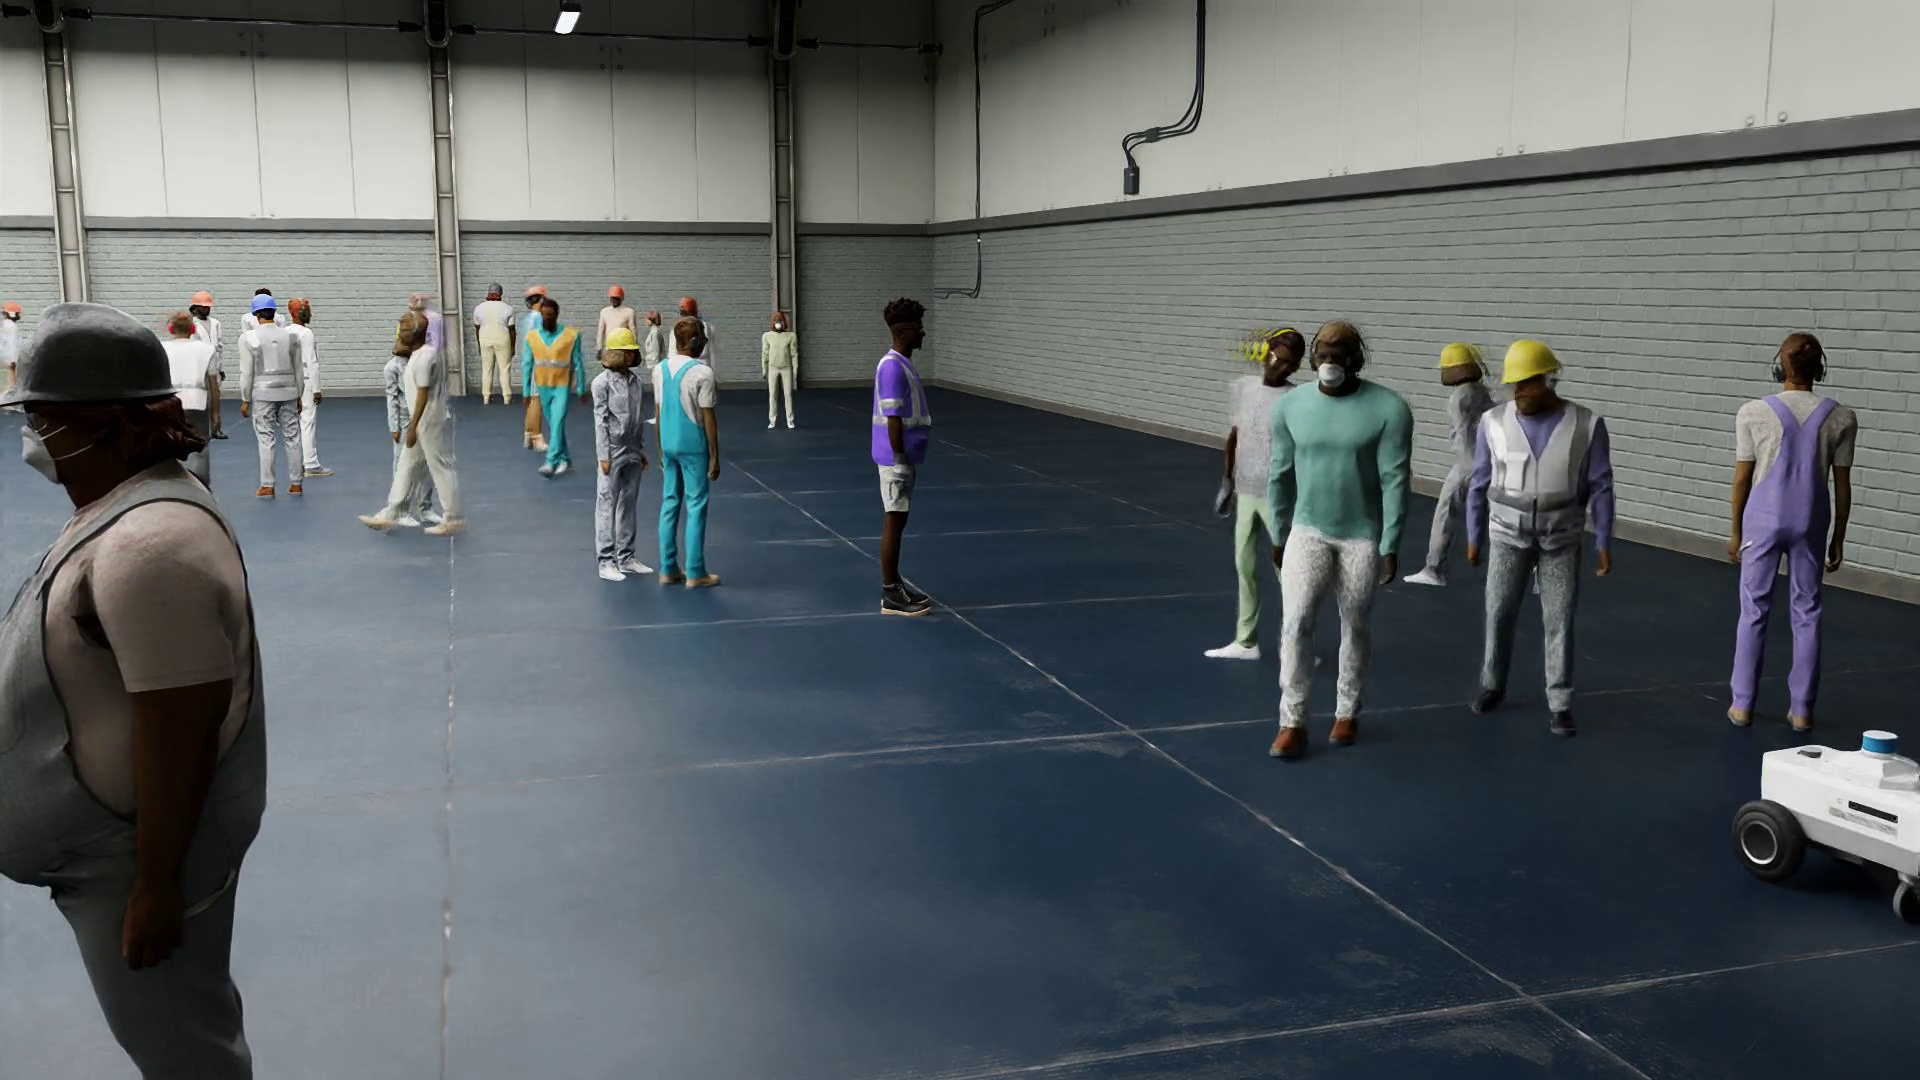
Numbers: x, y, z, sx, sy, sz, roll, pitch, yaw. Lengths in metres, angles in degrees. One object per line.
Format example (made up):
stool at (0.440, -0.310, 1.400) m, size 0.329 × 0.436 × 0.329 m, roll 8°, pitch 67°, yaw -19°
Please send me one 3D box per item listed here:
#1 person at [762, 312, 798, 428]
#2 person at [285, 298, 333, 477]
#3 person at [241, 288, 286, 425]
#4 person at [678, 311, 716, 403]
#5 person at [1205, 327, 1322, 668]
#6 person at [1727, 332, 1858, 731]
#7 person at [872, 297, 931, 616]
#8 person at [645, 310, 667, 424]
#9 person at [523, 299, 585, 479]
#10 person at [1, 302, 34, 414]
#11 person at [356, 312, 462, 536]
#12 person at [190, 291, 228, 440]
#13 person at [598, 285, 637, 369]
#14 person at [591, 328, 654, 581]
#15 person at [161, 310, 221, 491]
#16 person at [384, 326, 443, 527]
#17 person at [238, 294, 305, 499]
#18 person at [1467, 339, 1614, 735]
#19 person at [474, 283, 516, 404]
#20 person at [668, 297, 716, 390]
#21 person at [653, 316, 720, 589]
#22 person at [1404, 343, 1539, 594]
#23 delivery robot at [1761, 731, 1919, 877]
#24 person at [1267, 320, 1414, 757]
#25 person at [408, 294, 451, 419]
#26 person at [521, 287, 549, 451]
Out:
person at (-2.509, -2.361, 23.194) m, size 0.501 × 1.626 × 0.280 m, roll 0°, pitch 9°, yaw -1°
person at (-6.929, -1.605, 17.547) m, size 0.578 × 1.883 × 0.353 m, roll 7°, pitch 11°, yaw 36°
person at (-9.868, -2.595, 23.640) m, size 0.602 × 1.959 × 0.365 m, roll -4°, pitch 10°, yaw -23°
person at (-4.454, -3.065, 27.443) m, size 0.914 × 1.704 × 0.565 m, roll -2°, pitch 9°, yaw -15°
person at (1.618, -0.217, 8.892) m, size 0.342 × 1.832 × 0.660 m, roll -8°, pitch 12°, yaw -43°
person at (3.821, -0.032, 7.679) m, size 0.503 × 1.839 × 0.344 m, roll 3°, pitch 9°, yaw 16°
person at (-0.364, -0.521, 10.363) m, size 0.367 × 1.967 × 0.600 m, roll 0°, pitch 9°, yaw 1°
person at (-4.378, -2.486, 23.950) m, size 0.310 × 1.636 × 0.523 m, roll -2°, pitch 9°, yaw -10°
person at (-4.291, -1.586, 17.478) m, size 0.612 × 1.865 × 1.028 m, roll 1°, pitch 9°, yaw 7°
person at (-14.521, -2.799, 25.650) m, size 0.540 × 1.730 × 0.579 m, roll -6°, pitch 11°, yaw -35°
person at (-4.431, -0.907, 13.317) m, size 0.837 × 1.809 × 0.522 m, roll -5°, pitch 10°, yaw -27°
person at (-9.722, -2.236, 21.448) m, size 0.387 × 1.930 × 0.539 m, roll 5°, pitch 10°, yaw 27°
person at (-5.476, -3.068, 26.543) m, size 0.633 × 1.992 × 0.399 m, roll 2°, pitch 9°, yaw 15°
person at (-2.343, -0.599, 11.577) m, size 0.302 × 1.744 × 0.483 m, roll 5°, pitch 10°, yaw 28°
person at (-7.051, -1.191, 15.158) m, size 0.579 × 1.813 × 0.898 m, roll -3°, pitch 9°, yaw -20°
person at (-4.602, -0.979, 14.032) m, size 0.313 × 1.736 × 0.486 m, roll 6°, pitch 11°, yaw 33°
person at (-6.523, -1.356, 15.783) m, size 0.602 × 1.938 × 0.400 m, roll -9°, pitch 12°, yaw -44°
person at (2.684, -0.026, 7.735) m, size 0.637 × 1.817 × 0.462 m, roll 4°, pitch 10°, yaw 22°
person at (-7.738, -3.292, 27.809) m, size 0.683 × 2.000 × 0.537 m, roll 0°, pitch 9°, yaw -2°
person at (-3.188, -1.894, 19.473) m, size 0.609 × 1.876 × 0.638 m, roll -9°, pitch 12°, yaw -44°
person at (-1.834, -0.580, 11.176) m, size 0.520 × 1.835 × 0.339 m, roll 5°, pitch 10°, yaw 31°
person at (3.498, -0.476, 11.045) m, size 0.508 × 1.670 × 0.993 m, roll -8°, pitch 12°, yaw -43°
delivery robot at (3.072, 0.885, 5.584) m, size 0.477 × 0.478 × 0.707 m, roll -4°, pitch 10°, yaw -23°
person at (1.620, 0.007, 7.212) m, size 0.637 × 1.899 × 0.811 m, roll 3°, pitch 10°, yaw 21°
person at (-7.905, -2.702, 24.648) m, size 0.664 × 1.867 × 0.685 m, roll 5°, pitch 10°, yaw 29°
person at (-5.124, -2.076, 20.253) m, size 0.390 × 1.993 × 0.741 m, roll -5°, pitch 10°, yaw -29°
